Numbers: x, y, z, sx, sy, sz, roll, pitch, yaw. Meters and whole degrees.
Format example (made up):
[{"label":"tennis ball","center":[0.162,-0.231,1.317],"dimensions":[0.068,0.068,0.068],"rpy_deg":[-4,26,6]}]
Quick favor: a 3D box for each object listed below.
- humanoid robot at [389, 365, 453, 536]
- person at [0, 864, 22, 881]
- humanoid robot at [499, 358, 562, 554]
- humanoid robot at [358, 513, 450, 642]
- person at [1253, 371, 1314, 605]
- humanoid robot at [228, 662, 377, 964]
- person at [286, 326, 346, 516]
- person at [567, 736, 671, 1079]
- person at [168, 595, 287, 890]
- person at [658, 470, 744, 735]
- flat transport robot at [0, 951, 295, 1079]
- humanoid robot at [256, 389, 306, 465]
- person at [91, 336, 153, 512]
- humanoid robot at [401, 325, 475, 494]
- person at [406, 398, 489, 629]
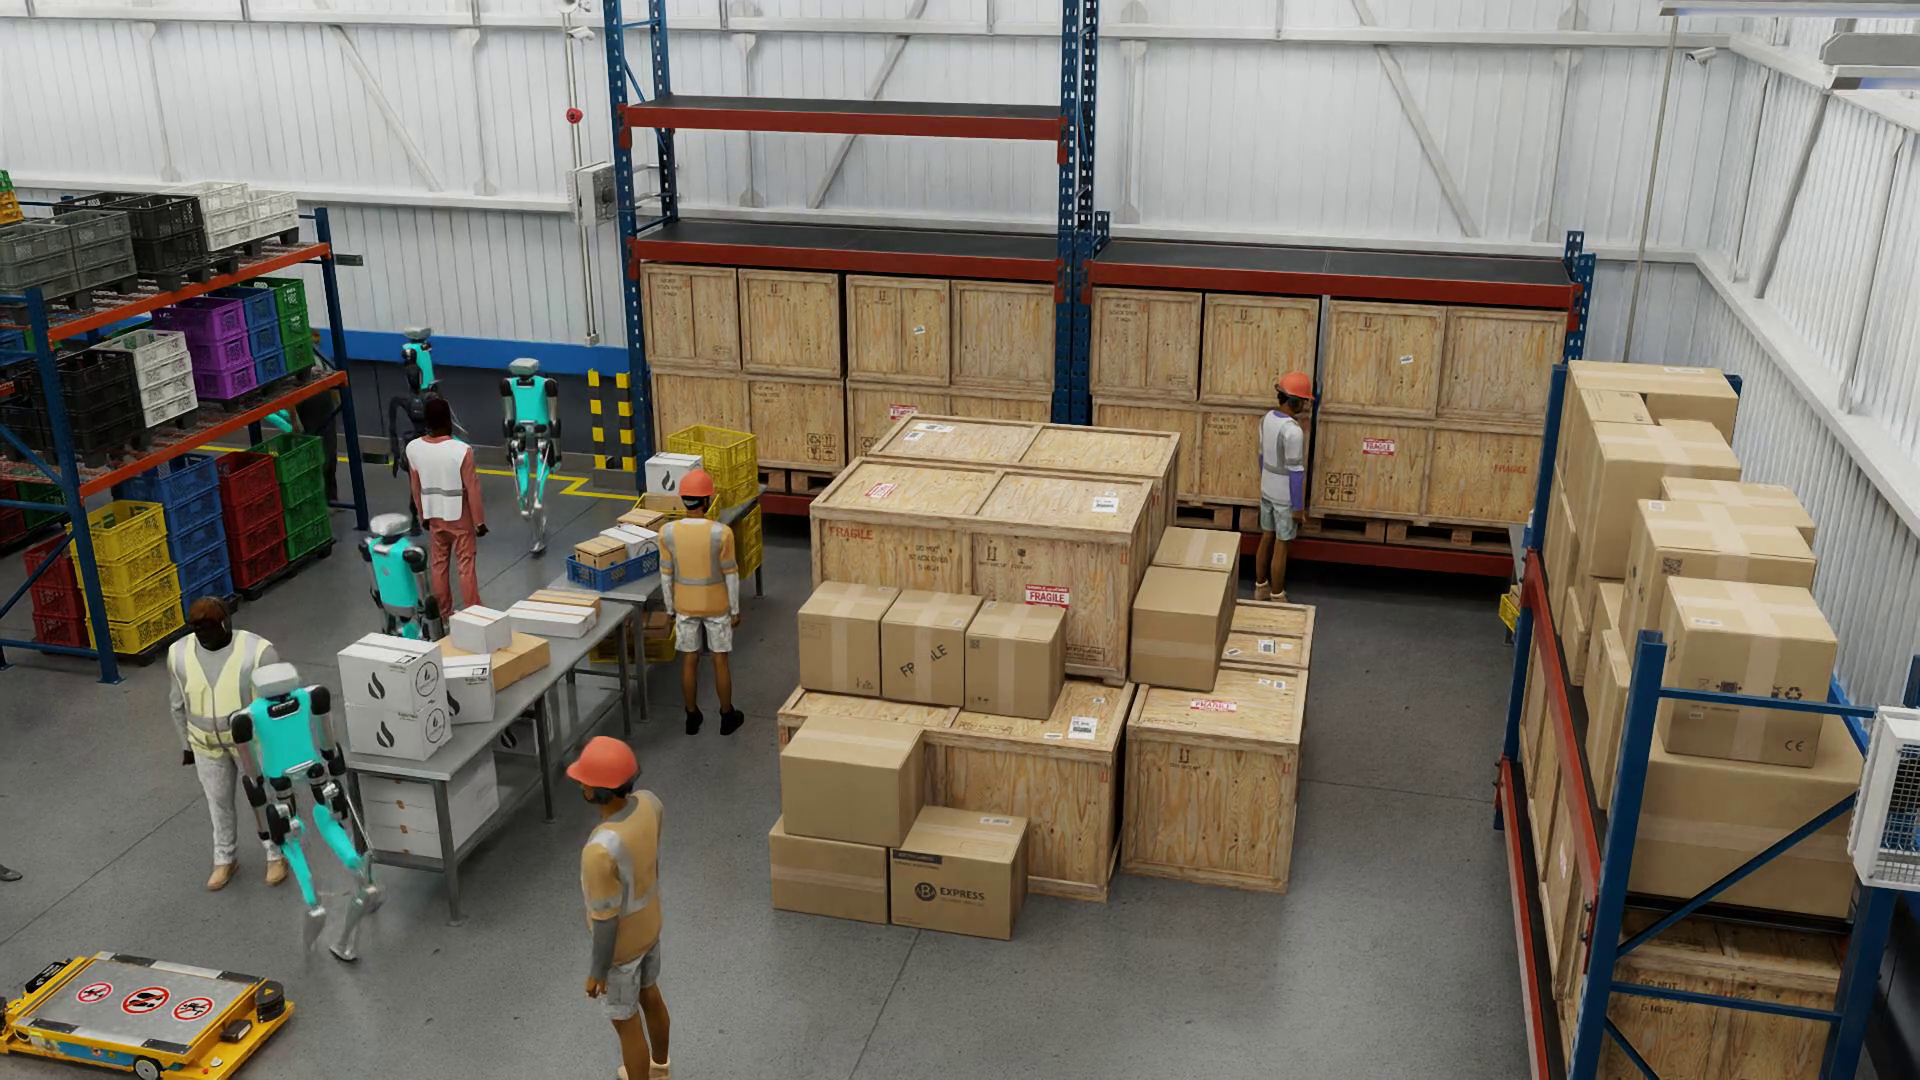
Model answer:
[{"label":"humanoid robot","center":[-4.907,-0.814,15.223],"dimensions":[0.586,1.633,0.447],"rpy_deg":[-6,22,-15]},{"label":"person","center":[-5.831,1.272,9.615],"dimensions":[0.305,1.772,0.525],"rpy_deg":[6,22,15]},{"label":"humanoid robot","center":[-3.861,-0.710,14.847],"dimensions":[0.544,1.749,0.951],"rpy_deg":[2,21,6]},{"label":"humanoid robot","center":[-3.618,0.551,11.607],"dimensions":[0.530,1.769,0.996],"rpy_deg":[10,23,24]},{"label":"person","center":[2.647,-0.380,13.571],"dimensions":[0.380,2.035,0.604],"rpy_deg":[-6,22,-16]},{"label":"humanoid robot","center":[-3.469,1.582,8.952],"dimensions":[0.553,1.862,0.677],"rpy_deg":[-18,27,-39]},{"label":"person","center":[-6.049,-1.117,15.789],"dimensions":[0.492,1.823,0.536],"rpy_deg":[12,24,28]},{"label":"person","center":[-1.582,1.833,7.762],"dimensions":[0.366,2.048,0.604],"rpy_deg":[5,21,13]},{"label":"person","center":[-4.265,1.181,9.753],"dimensions":[0.622,1.844,0.431],"rpy_deg":[-2,21,-6]},{"label":"person","center":[-1.788,0.445,11.560],"dimensions":[0.542,1.927,0.371],"rpy_deg":[2,21,5]},{"label":"flat transport robot","center":[-4.270,2.464,8.601],"dimensions":[1.431,0.231,0.659],"rpy_deg":[5,22,13]},{"label":"humanoid robot","center":[-6.867,-1.451,16.684],"dimensions":[0.714,1.727,0.531],"rpy_deg":[2,21,5]},{"label":"person","center":[-7.822,-1.013,15.506],"dimensions":[0.547,1.822,0.954],"rpy_deg":[-3,21,-8]},{"label":"humanoid robot","center":[-4.991,-1.205,16.171],"dimensions":[0.892,1.773,0.578],"rpy_deg":[1,21,2]},{"label":"person","center":[-4.062,-0.192,13.234],"dimensions":[0.591,1.922,0.392],"rpy_deg":[5,22,13]}]
